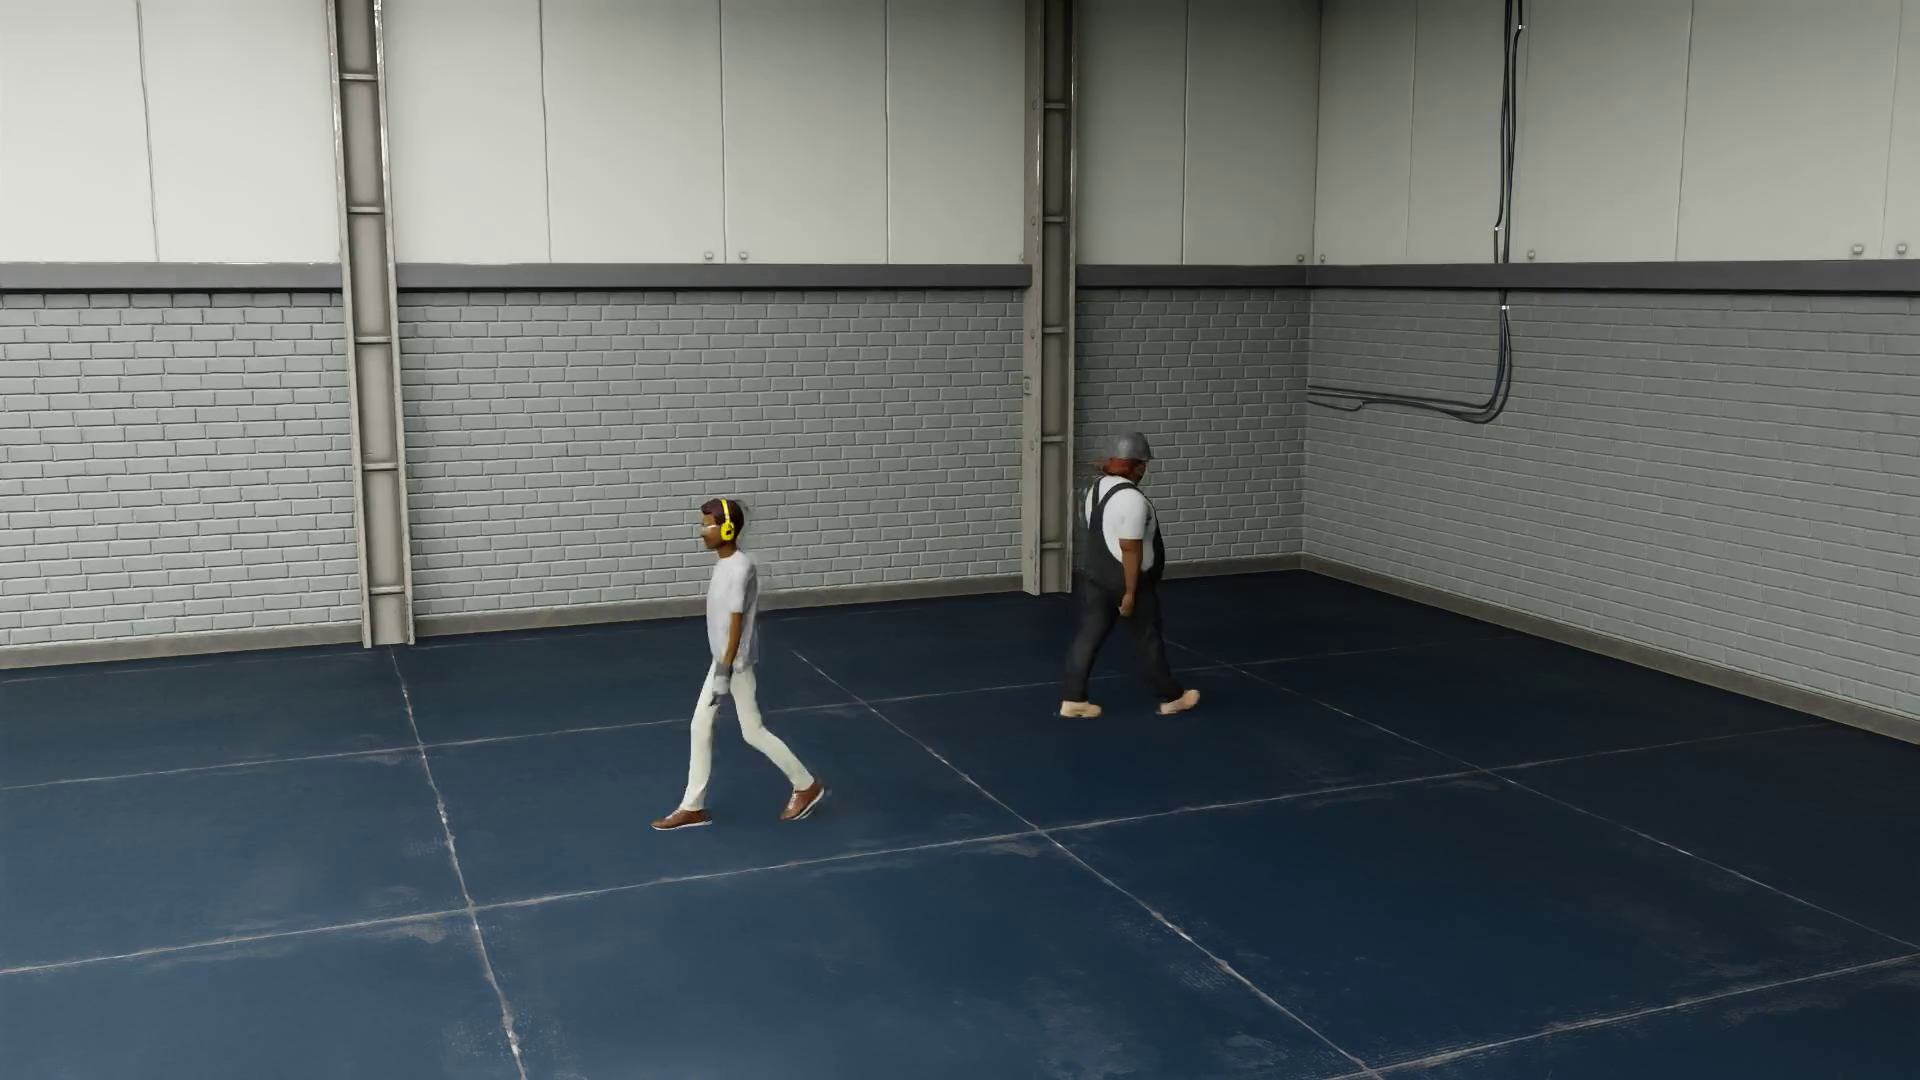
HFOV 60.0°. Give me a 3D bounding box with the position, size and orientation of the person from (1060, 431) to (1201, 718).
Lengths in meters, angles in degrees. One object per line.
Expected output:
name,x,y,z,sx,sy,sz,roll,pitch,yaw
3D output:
person,1.138,0.214,11.372,1.025,2.000,0.694,-4,10,-26

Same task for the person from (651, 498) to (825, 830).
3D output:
person,-1.211,0.674,9.126,0.925,1.838,0.513,-4,10,-26
